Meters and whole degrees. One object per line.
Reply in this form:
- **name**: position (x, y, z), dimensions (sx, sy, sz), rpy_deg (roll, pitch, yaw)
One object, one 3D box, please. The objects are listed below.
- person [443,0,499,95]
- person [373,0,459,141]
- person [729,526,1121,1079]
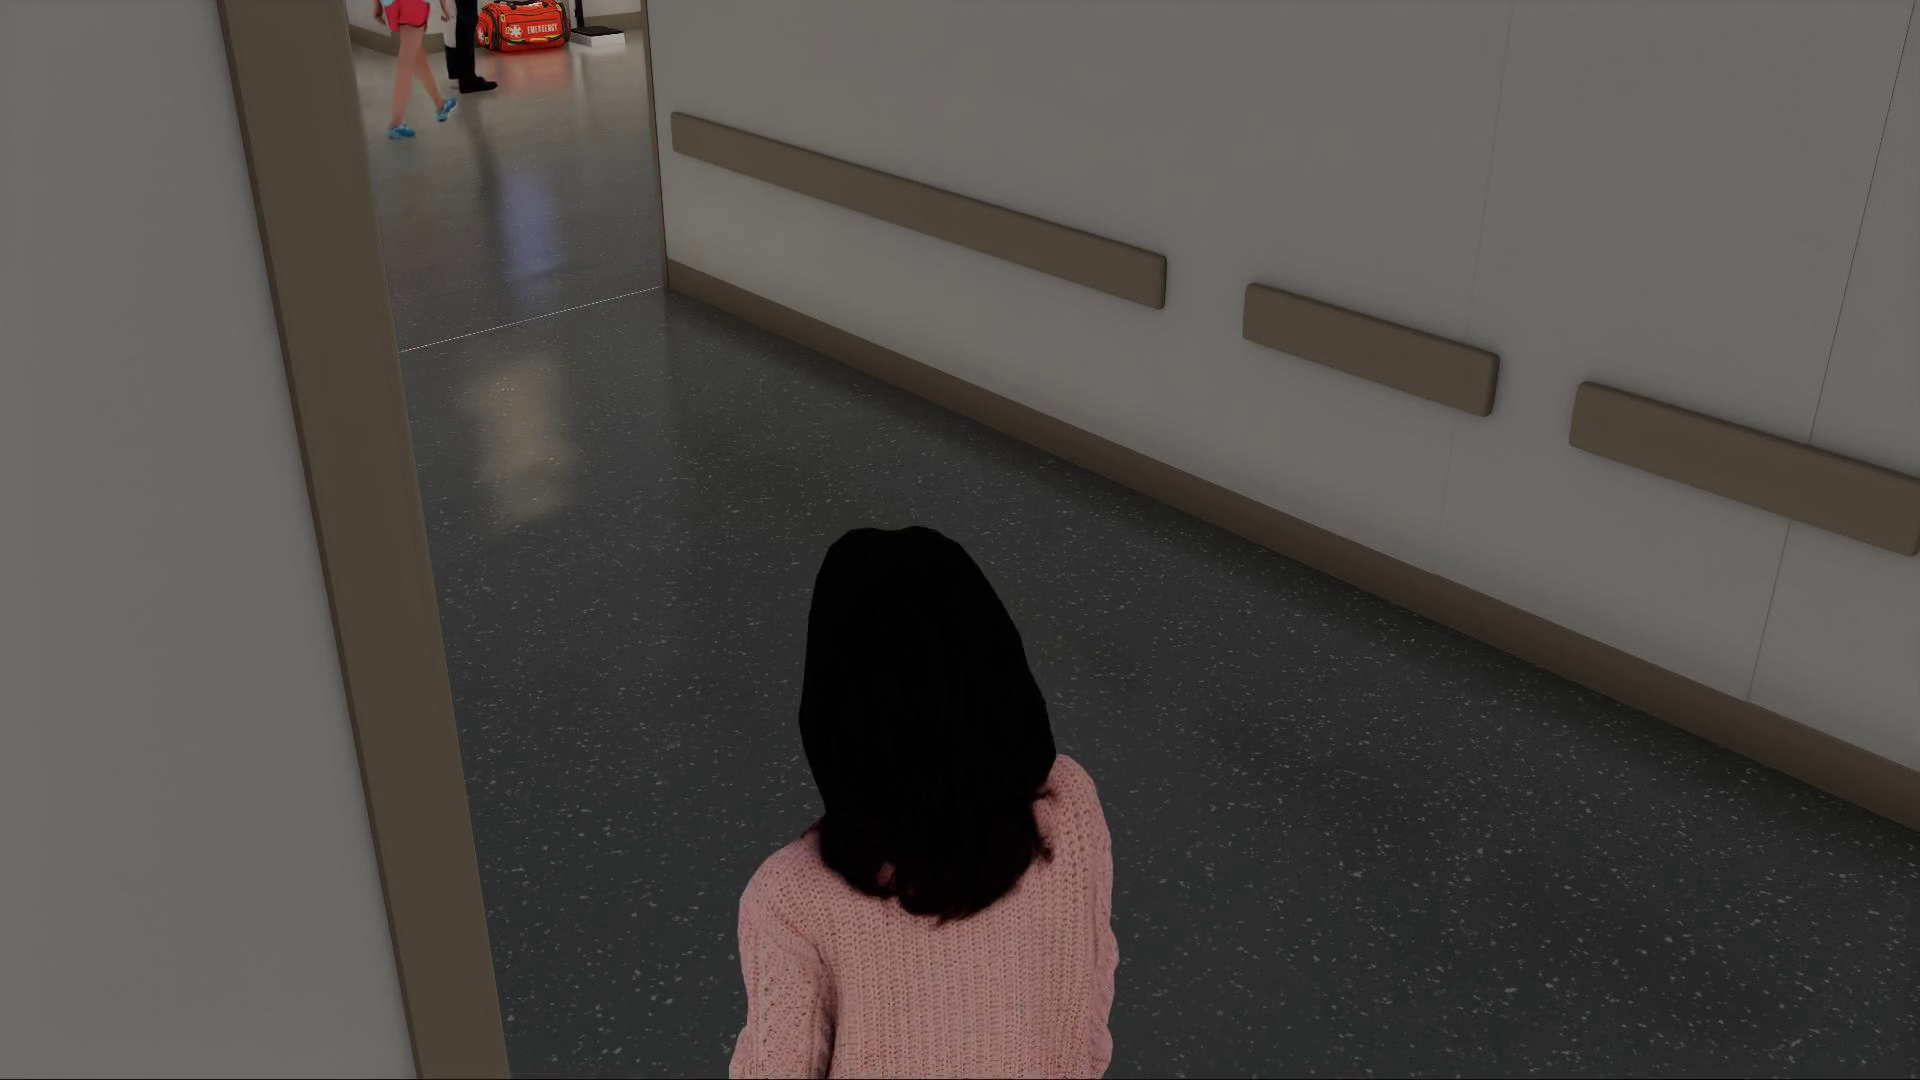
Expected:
- **person**: position (-3.855, -4.394, 12.656), dimensions (0.577, 1.890, 0.689), rpy_deg (-18, 31, -33)
- **person**: position (-3.691, -3.495, 10.999), dimensions (1.111, 1.709, 1.240), rpy_deg (4, 26, 9)
- **person**: position (0.016, 0.844, 1.968), dimensions (1.179, 1.739, 1.029), rpy_deg (-6, 26, -13)
